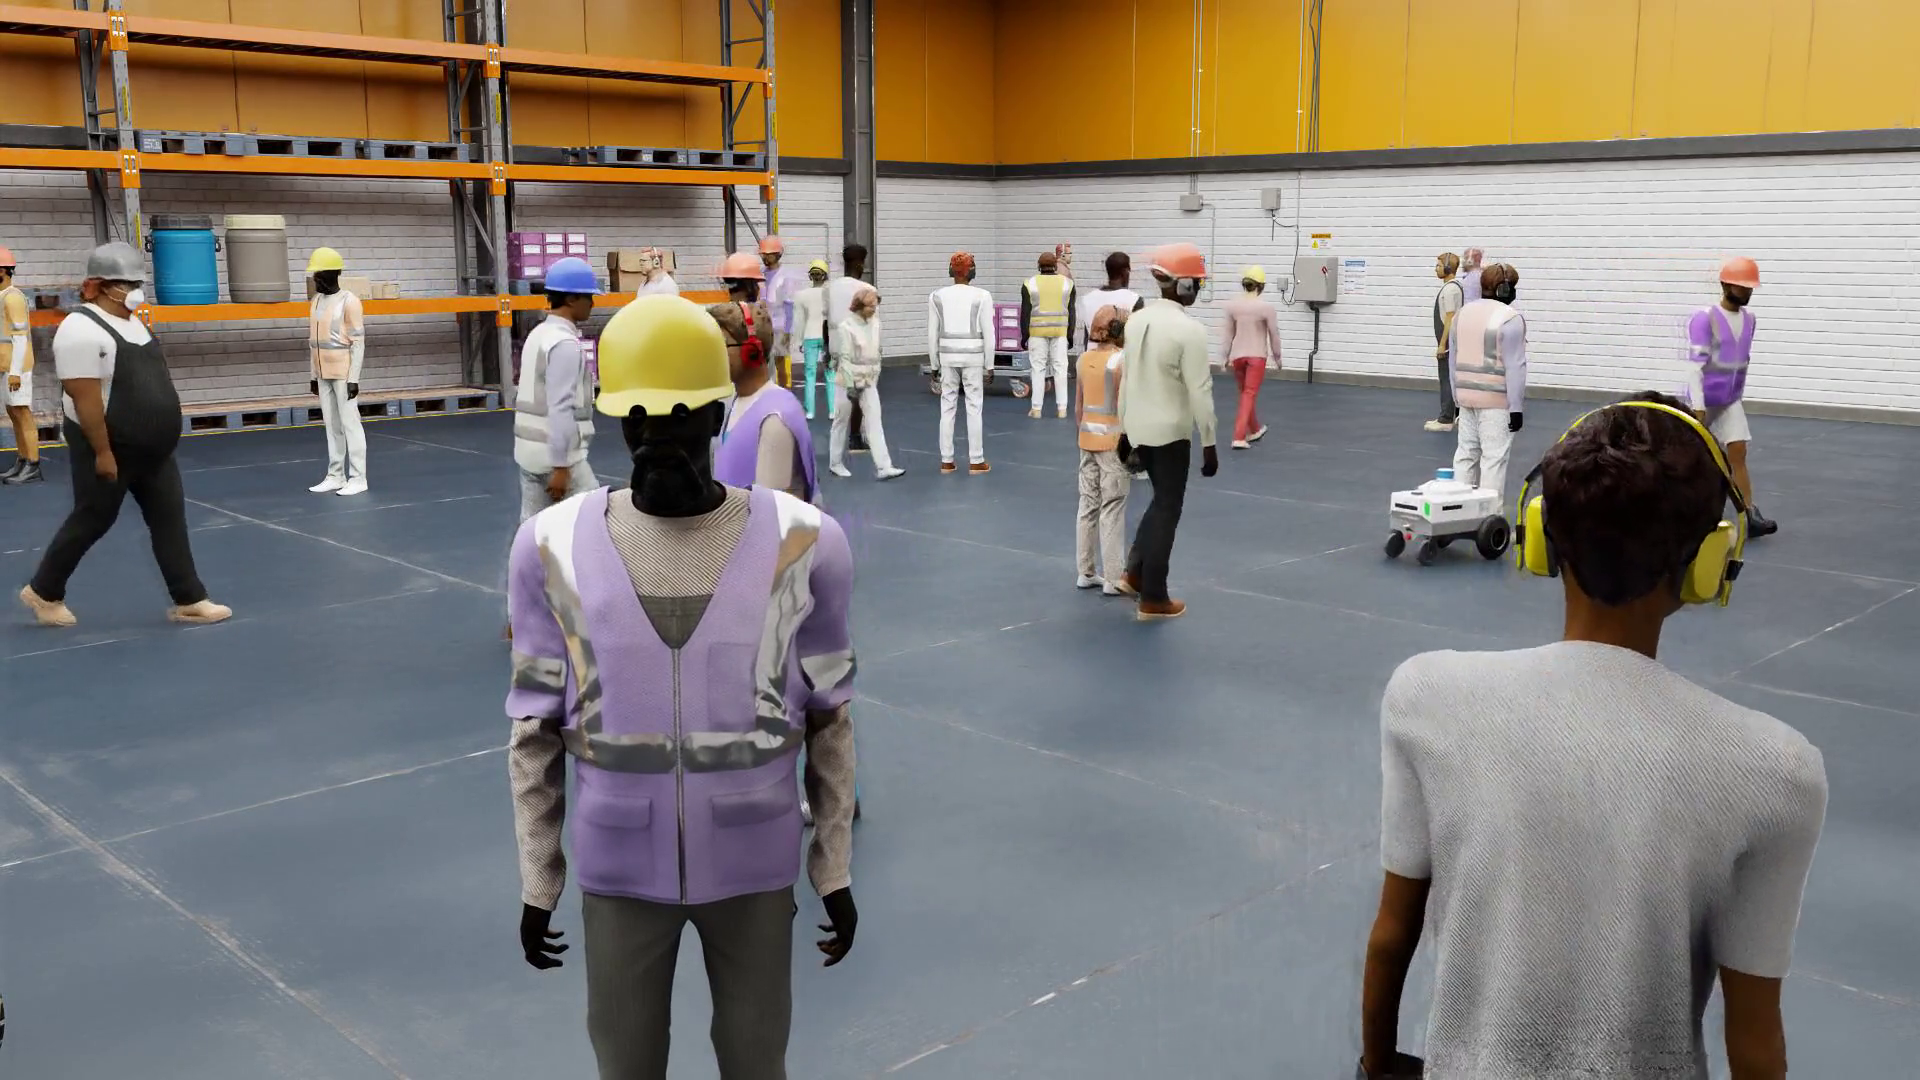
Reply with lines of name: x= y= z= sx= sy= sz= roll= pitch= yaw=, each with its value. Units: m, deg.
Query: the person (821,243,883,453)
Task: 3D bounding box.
person: x=-0.994 y=-1.774 z=15.462 sx=0.639 sy=1.947 sz=0.424 roll=6 pitch=12 yaw=31

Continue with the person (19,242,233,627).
person: x=-4.385 y=-0.548 z=8.530 sx=0.978 sy=2.000 sz=0.689 roll=1 pitch=10 yaw=7

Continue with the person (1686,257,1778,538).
person: x=5.142 y=-0.969 z=11.277 sx=0.572 sy=1.873 sz=1.047 roll=-4 pitch=11 yaw=-19

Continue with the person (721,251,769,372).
person: x=-1.307 y=-0.833 z=10.416 sx=0.586 sy=1.914 sz=0.653 roll=9 pitch=14 yaw=42

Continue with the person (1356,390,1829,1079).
person: x=0.676 y=0.754 z=1.947 sx=0.520 sy=1.854 sz=0.743 roll=5 pitch=12 yaw=27

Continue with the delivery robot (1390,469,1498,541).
delivery robot: x=3.038 y=-0.205 z=10.442 sx=0.707 sy=0.478 sz=0.477 roll=-8 pitch=13 yaw=-33

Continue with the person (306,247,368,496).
person: x=-4.886 y=-1.312 z=13.006 sx=0.587 sy=1.928 sz=0.362 roll=7 pitch=12 yaw=33

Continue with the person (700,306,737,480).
person: x=-1.194 y=-0.271 z=7.964 sx=0.498 sy=1.705 sz=0.901 roll=-2 pitch=11 yaw=-11

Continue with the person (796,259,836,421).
person: x=-1.530 y=-2.180 z=18.203 sx=0.522 sy=1.762 sz=0.320 roll=1 pitch=10 yaw=7

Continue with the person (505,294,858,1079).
person: x=-0.470 y=0.547 z=2.868 sx=0.595 sy=1.925 sz=0.371 roll=-1 pitch=10 yaw=-5

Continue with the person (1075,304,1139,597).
person: x=0.832 y=-0.503 z=9.384 sx=0.311 sy=1.639 sz=0.512 roll=-6 pitch=12 yaw=-31

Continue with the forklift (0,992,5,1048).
forklift: x=-3.245 y=0.323 z=3.363 sx=2.313 sy=2.155 sz=1.214 roll=2 pitch=11 yaw=13

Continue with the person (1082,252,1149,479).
person: x=1.311 y=-1.389 z=13.549 sx=0.624 sy=1.876 sz=0.938 roll=9 pitch=13 yaw=39

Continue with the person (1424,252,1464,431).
person: x=5.032 y=-2.048 z=17.248 sx=0.343 sy=1.846 sz=0.507 roll=4 pitch=11 yaw=20

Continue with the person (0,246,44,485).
person: x=-7.769 y=-1.423 z=13.587 sx=0.355 sy=1.939 sz=0.544 roll=-9 pitch=14 yaw=-40

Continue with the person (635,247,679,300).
person: x=-3.071 y=-1.979 z=16.704 sx=0.408 sy=1.908 sz=0.643 roll=-8 pitch=13 yaw=-37

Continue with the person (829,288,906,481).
person: x=-0.806 y=-1.280 z=13.737 sx=0.854 sy=1.584 sz=0.522 roll=10 pitch=14 yaw=44

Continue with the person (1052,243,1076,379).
person: x=1.454 y=-3.247 z=23.616 sx=0.403 sy=1.906 sz=0.651 roll=-2 pitch=11 yaw=-13

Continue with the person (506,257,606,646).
person: x=-1.889 y=-0.424 z=8.215 sx=0.851 sy=1.906 sz=0.630 roll=-6 pitch=12 yaw=-30

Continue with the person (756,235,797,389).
person: x=-2.089 y=-2.394 z=18.649 sx=0.612 sy=2.018 sz=0.434 roll=8 pitch=13 yaw=36

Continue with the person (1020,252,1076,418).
person: x=0.972 y=-2.275 z=18.501 sx=0.629 sy=1.840 sz=0.429 roll=-2 pitch=11 yaw=-9

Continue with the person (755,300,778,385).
person: x=-1.917 y=-1.485 z=14.883 sx=0.516 sy=1.585 sz=0.878 roll=5 pitch=12 yaw=27

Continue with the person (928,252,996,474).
person: x=0.022 y=-1.494 z=14.119 sx=0.584 sy=1.882 sz=0.349 roll=3 pitch=11 yaw=16

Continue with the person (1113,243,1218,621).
person: x=1.094 y=-0.551 z=8.708 sx=0.435 sy=1.977 sz=0.657 roll=-6 pitch=12 yaw=-29

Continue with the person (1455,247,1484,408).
person: x=5.970 y=-2.445 z=19.294 sx=0.643 sy=1.884 sz=0.654 roll=5 pitch=12 yaw=27

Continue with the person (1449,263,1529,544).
person: x=3.498 y=-0.896 z=10.976 sx=0.429 sy=1.842 sz=0.632 roll=-4 pitch=11 yaw=-23

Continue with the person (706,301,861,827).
person: x=-0.767 y=0.116 z=5.560 sx=0.940 sy=1.794 sz=0.591 roll=-4 pitch=11 yaw=-20

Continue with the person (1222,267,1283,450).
person: x=2.817 y=-1.743 z=15.935 sx=0.534 sy=1.719 sz=0.925 roll=8 pitch=13 yaw=37
